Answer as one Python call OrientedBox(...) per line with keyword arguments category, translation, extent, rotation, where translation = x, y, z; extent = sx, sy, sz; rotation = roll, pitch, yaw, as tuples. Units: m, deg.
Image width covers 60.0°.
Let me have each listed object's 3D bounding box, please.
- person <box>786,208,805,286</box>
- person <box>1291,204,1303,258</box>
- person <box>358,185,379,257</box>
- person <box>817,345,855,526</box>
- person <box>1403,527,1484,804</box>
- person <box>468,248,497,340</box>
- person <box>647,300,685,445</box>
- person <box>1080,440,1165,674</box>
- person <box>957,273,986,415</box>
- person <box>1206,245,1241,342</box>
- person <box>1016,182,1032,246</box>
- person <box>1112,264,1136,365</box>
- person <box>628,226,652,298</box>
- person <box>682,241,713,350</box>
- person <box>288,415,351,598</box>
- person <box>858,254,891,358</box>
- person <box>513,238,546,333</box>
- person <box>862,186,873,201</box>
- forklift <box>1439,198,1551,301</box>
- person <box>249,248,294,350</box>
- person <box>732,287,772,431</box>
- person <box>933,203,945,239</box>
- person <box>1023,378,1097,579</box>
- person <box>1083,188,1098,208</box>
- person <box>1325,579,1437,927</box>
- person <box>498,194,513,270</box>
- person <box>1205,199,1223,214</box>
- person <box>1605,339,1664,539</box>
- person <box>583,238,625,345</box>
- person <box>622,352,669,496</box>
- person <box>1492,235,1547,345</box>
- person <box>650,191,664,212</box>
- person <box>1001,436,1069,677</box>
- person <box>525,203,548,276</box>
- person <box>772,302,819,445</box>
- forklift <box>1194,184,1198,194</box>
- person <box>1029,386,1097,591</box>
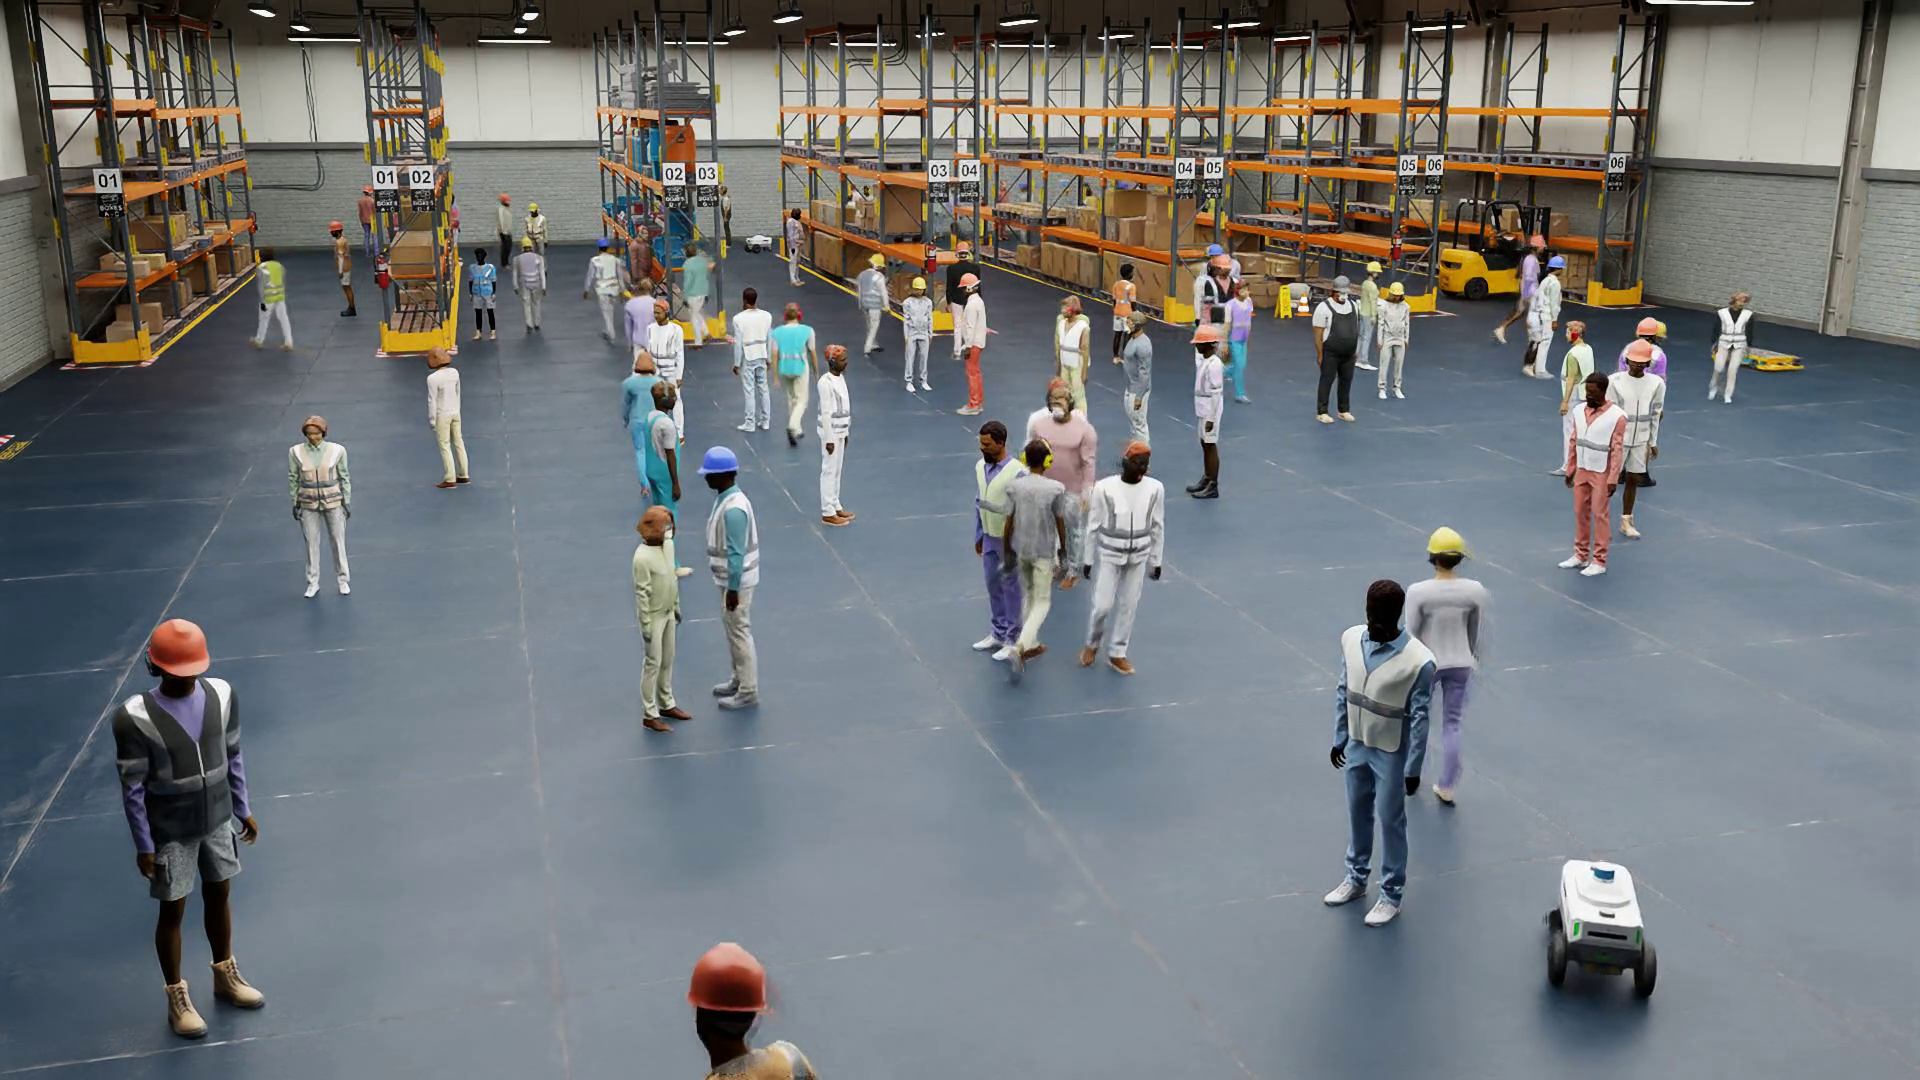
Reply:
OrientedBox(category="person", translation=(-3.894, -6.964, 39.537), extent=(0.429, 1.838, 0.621), rotation=(3, 15, 10))
OrientedBox(category="person", translation=(8.816, -7.856, 43.047), extent=(0.349, 1.761, 0.528), rotation=(-10, 18, -33))
OrientedBox(category="person", translation=(-16.524, -8.924, 46.606), extent=(0.612, 1.995, 0.382), rotation=(3, 15, 12))
OrientedBox(category="person", translation=(-1.304, -1.097, 17.368), extent=(0.355, 1.883, 0.572), rotation=(3, 15, 11))
OrientedBox(category="person", translation=(3.033, 0.774, 10.600), extent=(0.533, 1.745, 0.673), rotation=(-1, 15, -2))
OrientedBox(category="person", translation=(-8.789, -4.529, 30.635), extent=(0.535, 1.699, 0.318), rotation=(0, 15, 2))
OrientedBox(category="person", translation=(-3.763, -2.130, 21.262), extent=(0.573, 1.880, 0.359), rotation=(8, 17, 28))
OrientedBox(category="person", translation=(1.258, 0.127, 12.816), extent=(0.608, 1.855, 0.516), rotation=(-3, 15, -11))
OrientedBox(category="person", translation=(0.163, -2.765, 23.470), extent=(0.411, 1.979, 0.626), rotation=(2, 15, 9))
OrientedBox(category="person", translation=(4.645, -4.314, 29.536), extent=(0.649, 1.867, 0.986), rotation=(0, 15, -1))
OrientedBox(category="person", translation=(1.840, -9.799, 50.034), extent=(0.737, 1.919, 0.641), rotation=(-8, 17, -29))
OrientedBox(category="person", translation=(2.743, -3.751, 27.703), extent=(0.321, 1.698, 0.537), rotation=(-10, 18, -33))
OrientedBox(category="person", translation=(-6.316, -5.291, 33.129), extent=(0.399, 1.899, 0.649), rotation=(5, 16, 18))
OrientedBox(category="person", translation=(-4.691, -4.310, 29.380), extent=(0.436, 1.922, 0.660), rotation=(7, 17, 25))
OrientedBox(category="person", translation=(-5.703, -0.305, 14.856), extent=(0.512, 1.640, 0.309), rotation=(-4, 15, -15))
OrientedBox(category="person", translation=(-1.486, -4.035, 28.639), extent=(0.711, 1.779, 0.588), rotation=(-13, 20, -41))
OrientedBox(category="person", translation=(-8.195, -4.844, 31.679), extent=(0.594, 1.787, 0.914), rotation=(-4, 15, -15))
OrientedBox(category="person", translation=(-2.719, -9.539, 49.194), extent=(0.508, 1.858, 0.341), rotation=(13, 20, 40))
OrientedBox(category="forklift", translation=(11.913, -6.508, 37.130), extent=(2.313, 2.155, 1.214), rotation=(-4, 15, -15))
OrientedBox(category="person", translation=(-12.230, -4.260, 29.434), extent=(0.973, 1.791, 0.653), rotation=(8, 17, 28))
OrientedBox(category="person", translation=(-2.769, -2.412, 22.246), extent=(0.593, 1.920, 0.391), rotation=(-13, 20, -40))
OrientedBox(category="person", translation=(-0.708, -10.383, 52.811), extent=(0.503, 1.628, 0.279), rotation=(7, 16, 25))
OrientedBox(category="person", translation=(0.949, -0.575, 15.470), extent=(0.601, 1.848, 0.878), rotation=(-8, 17, -27))
OrientedBox(category="person", translation=(3.722, -9.397, 48.728), extent=(0.665, 1.815, 0.452), rotation=(-6, 16, -20))
OrientedBox(category="person", translation=(2.269, 1.121, 8.975), extent=(0.397, 1.911, 0.587), rotation=(-11, 18, -35))
OrientedBox(category="person", translation=(-11.795, -8.010, 43.262), extent=(0.512, 1.948, 0.710), rotation=(2, 15, 6))
OrientedBox(category="person", translation=(7.847, -10.061, 51.459), extent=(0.566, 1.690, 0.388), rotation=(2, 15, 8))
OrientedBox(category="person", translation=(6.740, -1.009, 16.735), extent=(0.609, 2.040, 0.394), rotation=(0, 15, 0))
OrientedBox(category="person", translation=(-6.488, -4.523, 30.223), extent=(0.621, 1.899, 0.973), rotation=(-13, 20, -41))
OrientedBox(category="person", translation=(-3.531, -1.314, 18.703), extent=(0.503, 1.604, 0.732), rotation=(-4, 15, -13))
OrientedBox(category="person", translation=(10.128, -4.470, 29.834), extent=(0.967, 2.010, 0.614), rotation=(4, 15, 14))
OrientedBox(category="person", translation=(-8.342, -8.764, 46.158), extent=(0.595, 1.916, 0.397), rotation=(13, 20, 40))
OrientedBox(category="person", translation=(0.549, 0.130, 12.860), extent=(0.503, 1.837, 0.803), rotation=(8, 17, 28))
OrientedBox(category="person", translation=(-10.605, -7.512, 41.628), extent=(0.598, 1.824, 0.403), rotation=(3, 15, 10))
OrientedBox(category="person", translation=(-2.147, -2.144, 21.425), extent=(0.565, 1.822, 0.803), rotation=(5, 16, 17))
OrientedBox(category="forklift", translation=(7.392, -11.333, 53.972), extent=(1.873, 2.768, 1.129), rotation=(-4, 15, -15))
OrientedBox(category="person", translation=(0.869, -0.400, 14.720), extent=(0.634, 1.889, 0.979), rotation=(4, 16, 16))
